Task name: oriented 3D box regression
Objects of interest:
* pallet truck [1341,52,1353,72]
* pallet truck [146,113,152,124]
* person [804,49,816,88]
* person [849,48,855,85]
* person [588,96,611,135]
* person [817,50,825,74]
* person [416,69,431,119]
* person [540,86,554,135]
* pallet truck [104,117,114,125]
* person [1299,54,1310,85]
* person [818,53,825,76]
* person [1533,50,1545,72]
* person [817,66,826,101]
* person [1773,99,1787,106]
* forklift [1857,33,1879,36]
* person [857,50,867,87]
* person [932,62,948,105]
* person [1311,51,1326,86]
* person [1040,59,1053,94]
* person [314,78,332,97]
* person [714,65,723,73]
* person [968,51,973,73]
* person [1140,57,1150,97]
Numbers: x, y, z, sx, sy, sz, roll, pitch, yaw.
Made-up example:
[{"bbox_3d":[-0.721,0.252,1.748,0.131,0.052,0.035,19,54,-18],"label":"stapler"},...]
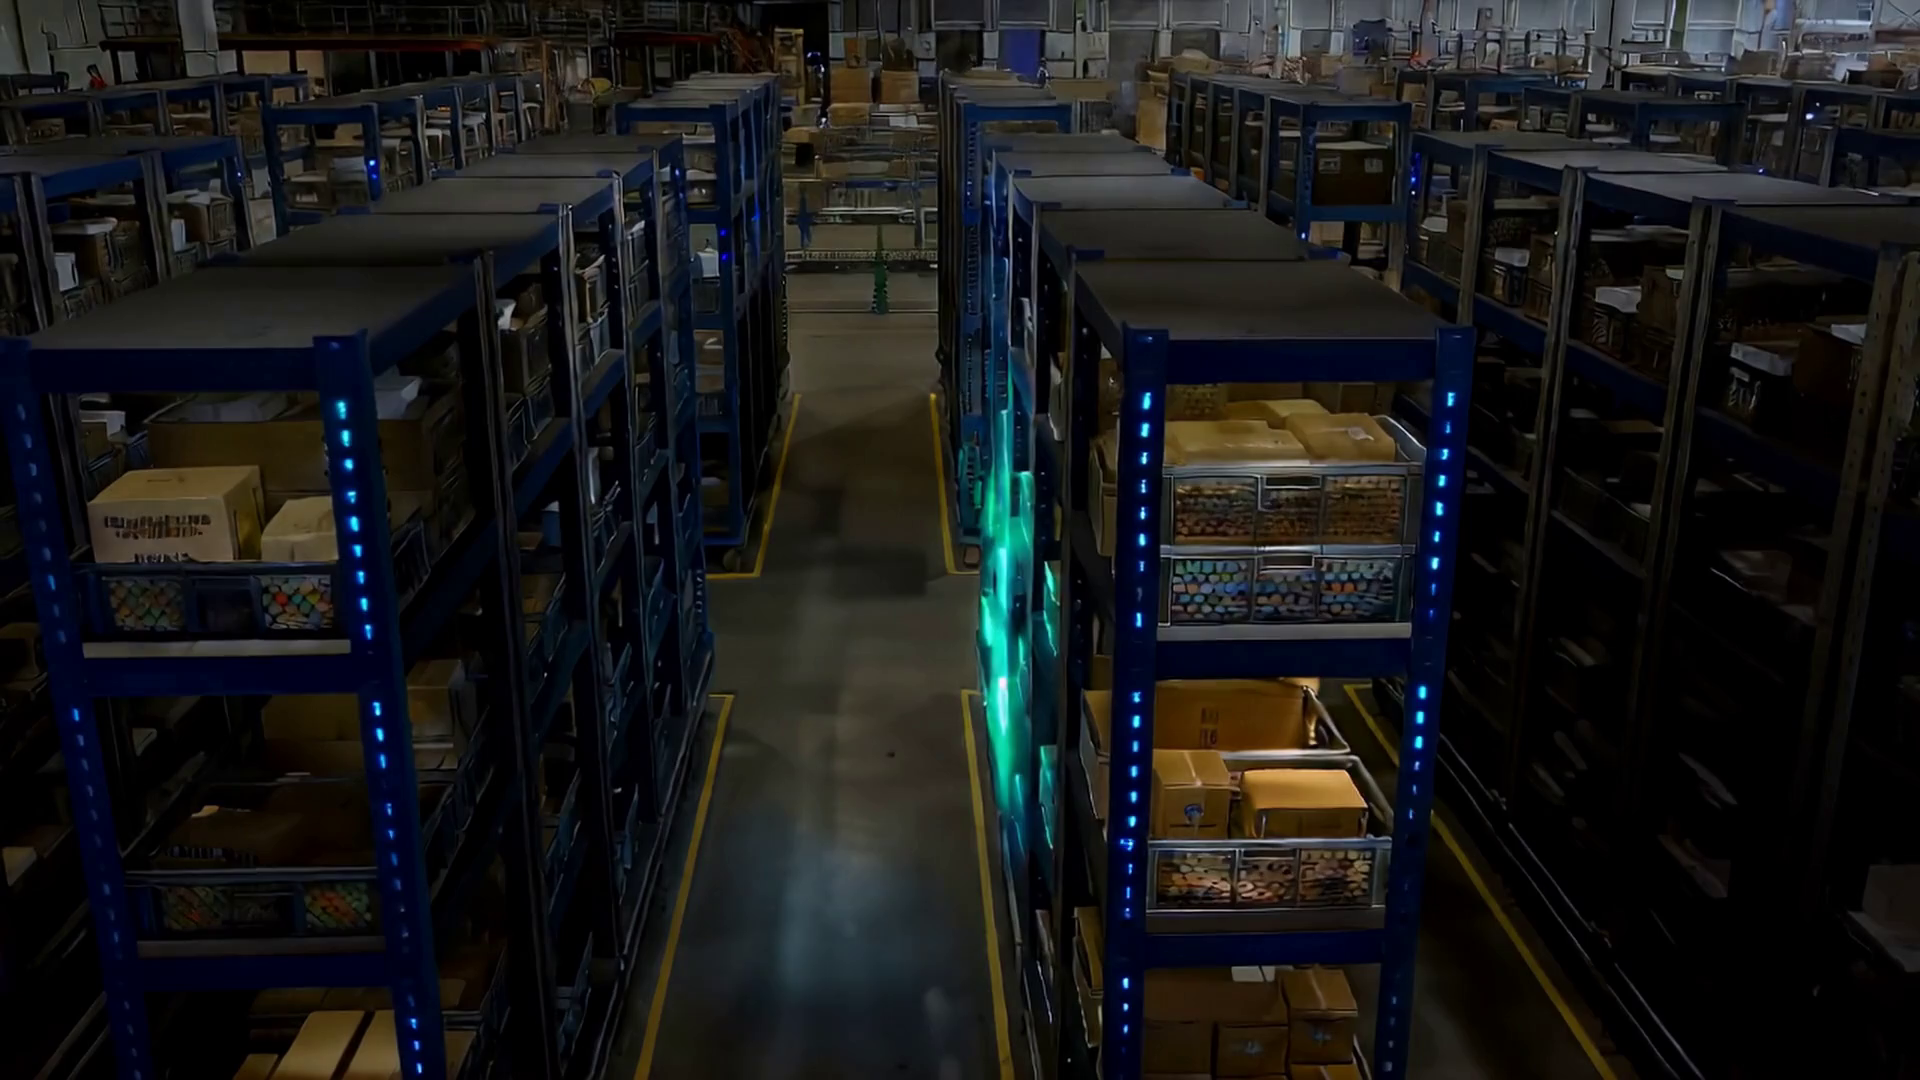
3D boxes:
[{"bbox_3d":[18.794,-23.123,82.231,0.823,1.965,1.885,-13,22,-35],"label":"pallet truck"},{"bbox_3d":[-18.087,-8.309,36.390,1.885,1.965,0.823,-1,18,-4],"label":"pallet truck"},{"bbox_3d":[-7.848,-24.618,86.878,0.610,1.984,0.400,5,19,14],"label":"person"},{"bbox_3d":[-5.875,-25.826,90.703,0.352,1.930,0.594,5,19,16],"label":"person"},{"bbox_3d":[-10.056,-11.380,46.175,0.933,1.831,0.516,15,23,38],"label":"person"},{"bbox_3d":[-7.547,-25.635,90.263,0.429,1.843,0.627,-3,18,-10],"label":"person"},{"bbox_3d":[-20.495,-16.892,63.127,0.904,1.897,0.603,-1,18,-2],"label":"person"},{"bbox_3d":[-13.891,-14.441,55.736,0.533,1.767,0.326,-10,20,-28],"label":"person"},{"bbox_3d":[-18.367,-7.885,35.078,1.885,1.965,0.823,1,18,2],"label":"pallet truck"},{"bbox_3d":[17.464,-23.675,84.210,0.573,1.828,0.644,7,19,20],"label":"person"},{"bbox_3d":[-7.640,-25.936,91.313,0.363,1.751,0.548,-13,22,-36],"label":"person"},{"bbox_3d":[30.808,-25.115,88.579,0.576,1.883,0.362,17,24,42],"label":"person"},{"bbox_3d":[-5.451,-17.682,65.490,0.376,1.935,0.550,-3,18,-8],"label":"person"},{"bbox_3d":[25.714,-13.288,52.274,0.535,1.699,0.322,-9,20,-25],"label":"person"},{"bbox_3d":[46.104,-24.422,84.837,1.129,2.768,1.873,3,18,10],"label":"forklift"},{"bbox_3d":[-5.202,-24.949,88.009,0.547,1.922,0.397,0,18,1],"label":"person"},{"bbox_3d":[-0.660,-19.371,70.835,1.084,1.858,0.700,0,18,-1],"label":"person"},{"bbox_3d":[18.481,-24.082,85.321,1.051,1.934,0.625,0,18,0],"label":"person"},{"bbox_3d":[3.655,-19.292,70.369,0.651,2.003,0.694,4,18,13],"label":"person"},{"bbox_3d":[-21.697,-14.821,56.808,0.980,1.837,0.596,16,24,41],"label":"person"},{"bbox_3d":[-9.225,-17.346,64.286,0.955,2.000,0.684,6,19,18],"label":"person"},{"bbox_3d":[0.640,-26.936,94.531,0.384,1.681,0.550,-3,18,-8],"label":"person"},{"bbox_3d":[8.871,-21.901,78.687,0.649,1.854,0.517,-6,19,-19],"label":"person"}]
